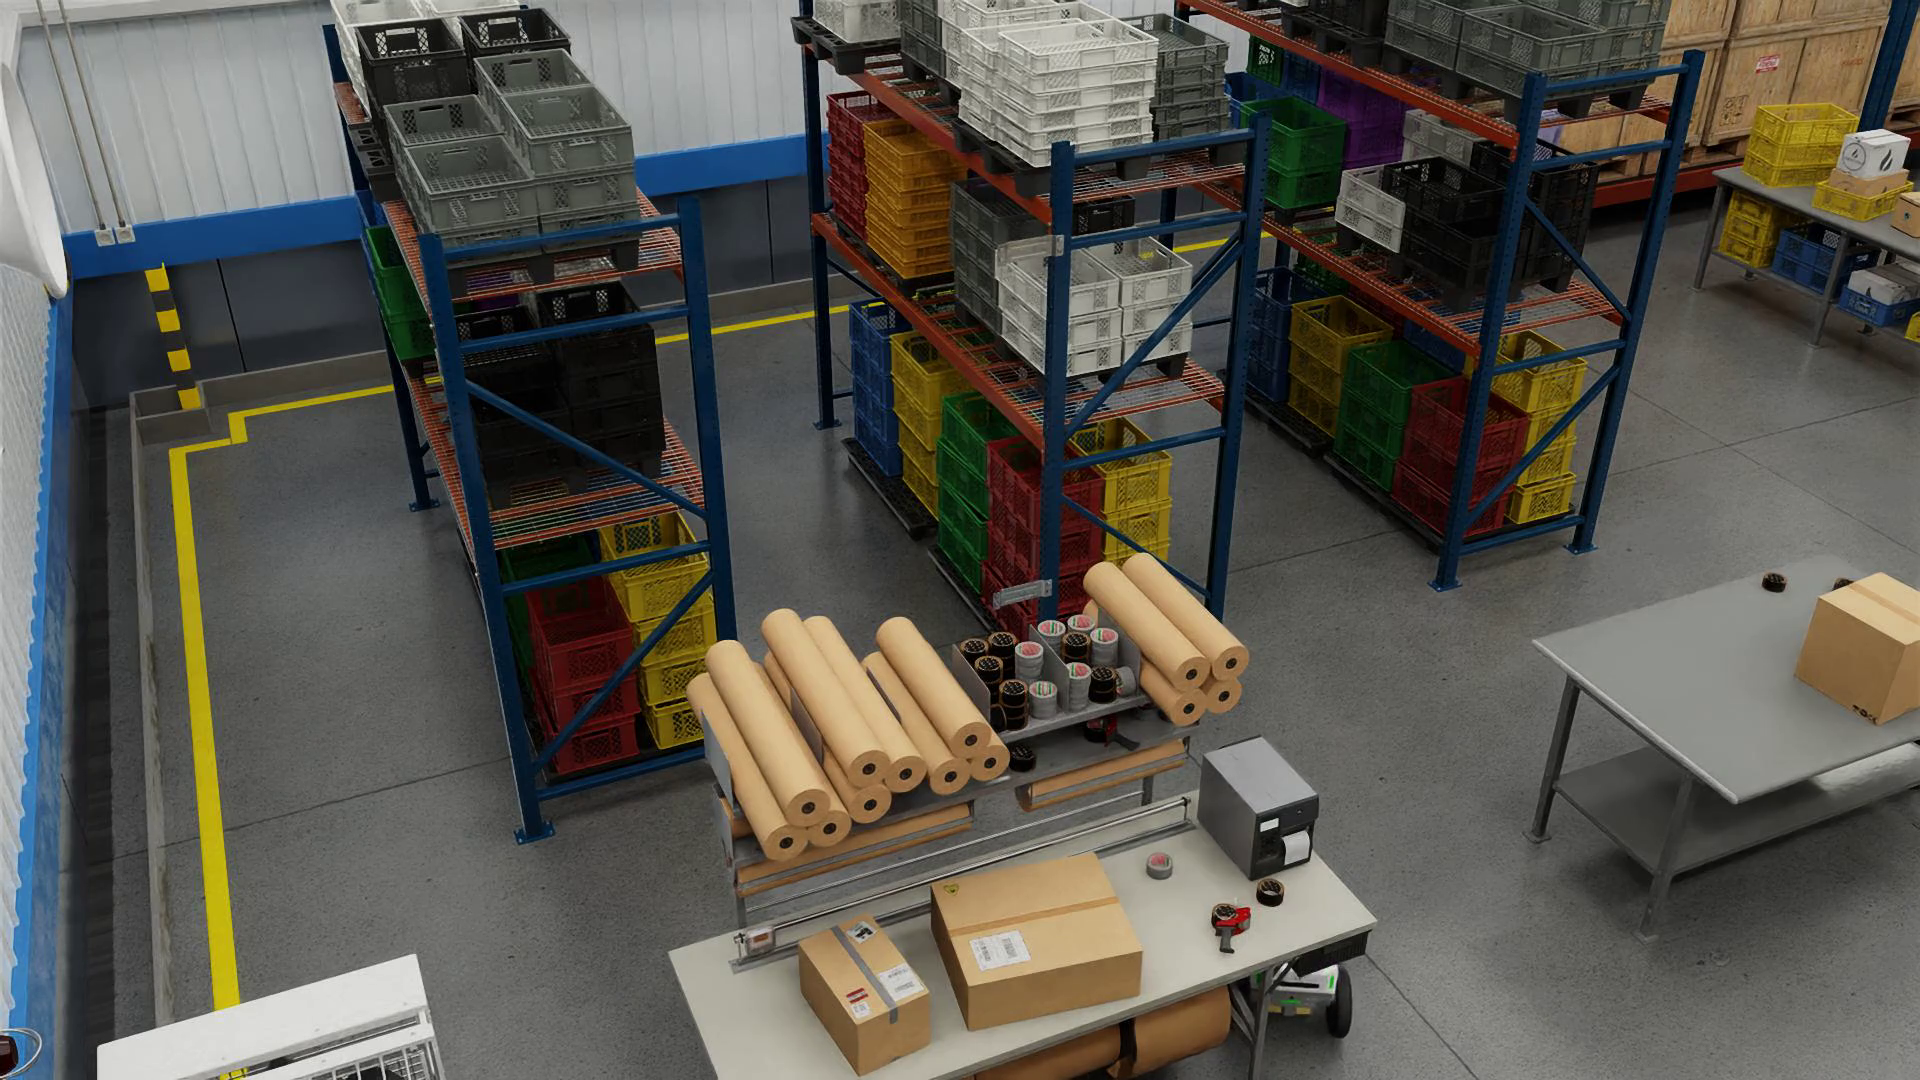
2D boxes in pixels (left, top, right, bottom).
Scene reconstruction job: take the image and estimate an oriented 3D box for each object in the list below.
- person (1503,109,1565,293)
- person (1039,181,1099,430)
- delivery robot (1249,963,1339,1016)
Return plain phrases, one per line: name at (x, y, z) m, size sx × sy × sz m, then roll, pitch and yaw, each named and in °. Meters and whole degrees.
person at (4.363, -2.815, 12.937) m, size 0.636 × 1.939 × 0.364 m, roll -18°, pitch 36°, yaw -27°
person at (0.733, -1.556, 10.942) m, size 0.573 × 1.887 × 0.356 m, roll -15°, pitch 35°, yaw -22°
delivery robot at (1.373, 1.620, 6.958) m, size 0.477 × 0.478 × 0.707 m, roll 2°, pitch 32°, yaw 4°
